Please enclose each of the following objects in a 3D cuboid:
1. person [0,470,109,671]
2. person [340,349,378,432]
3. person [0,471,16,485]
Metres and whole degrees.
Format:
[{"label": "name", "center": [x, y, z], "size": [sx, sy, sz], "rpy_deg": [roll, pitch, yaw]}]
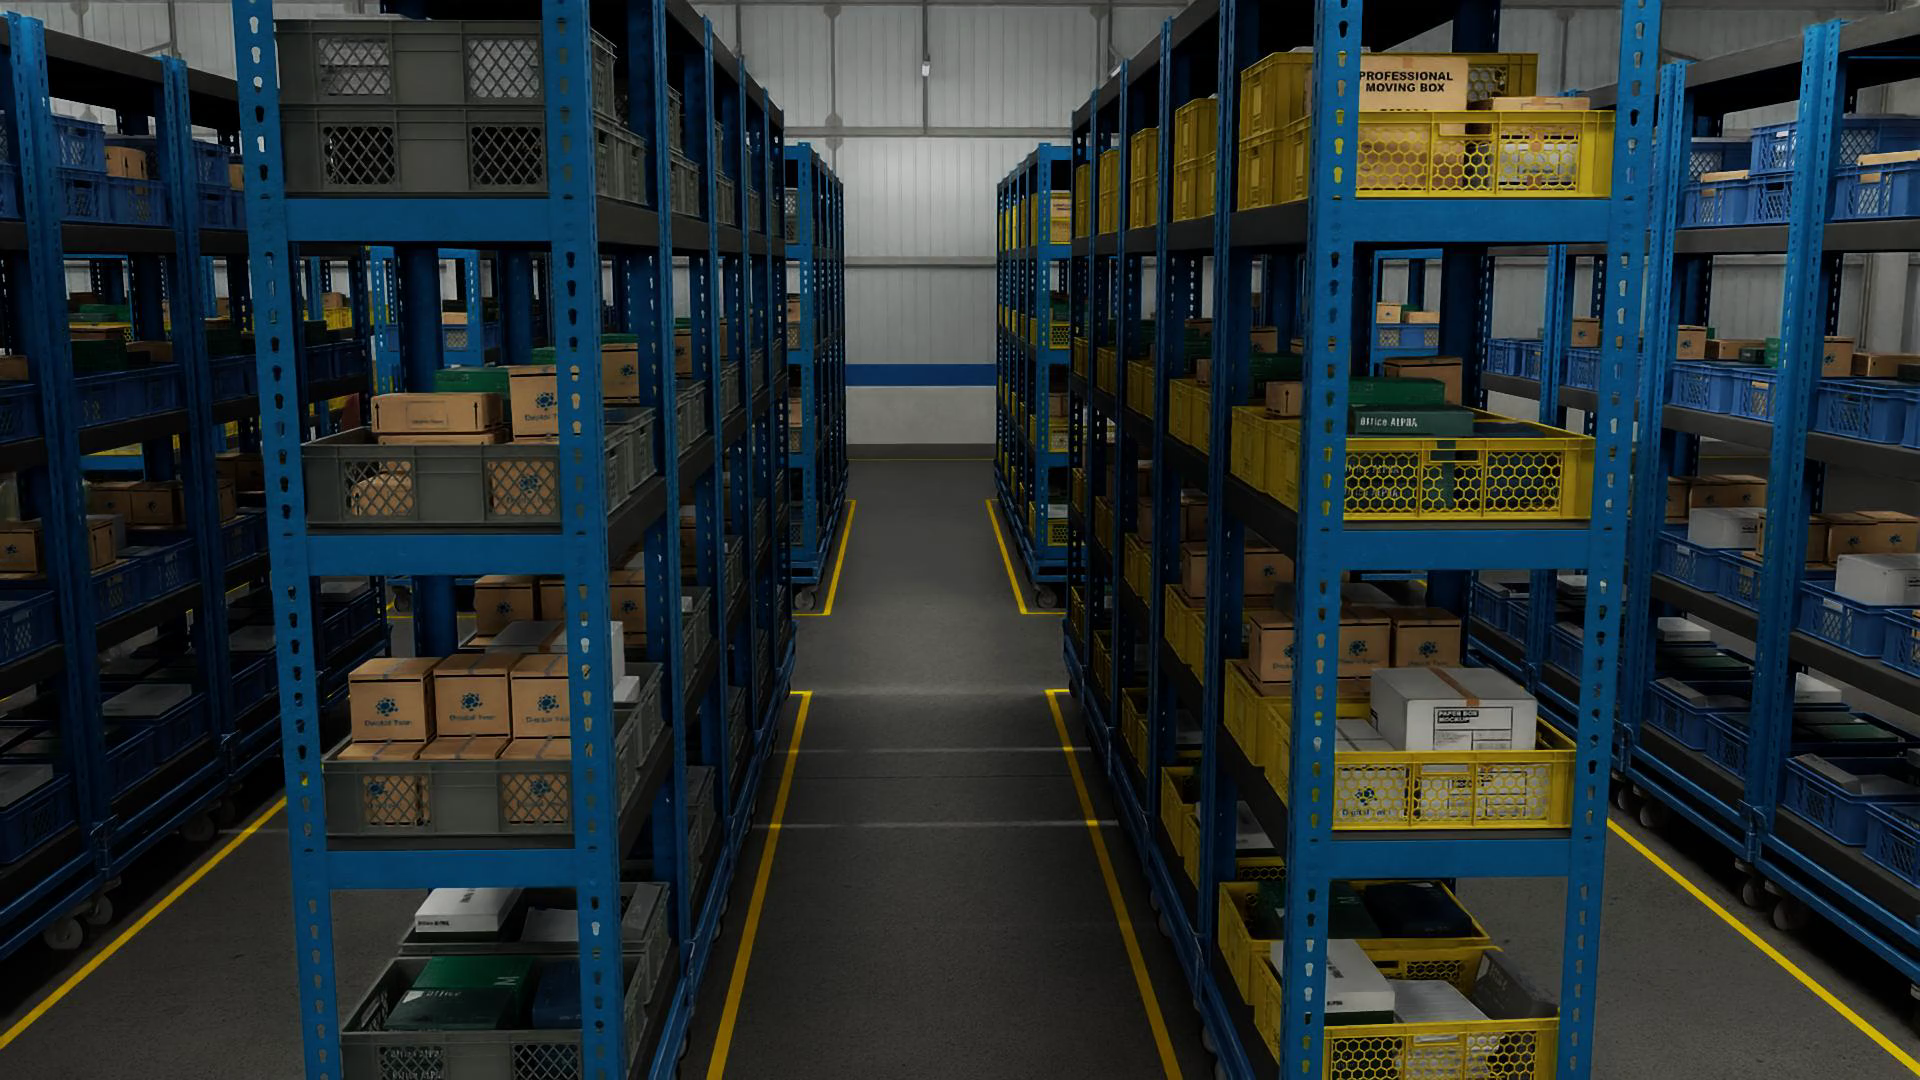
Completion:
[{"label": "person", "center": [-5.184, 0.232, 9.528], "size": [0.598, 1.800, 0.501], "rpy_deg": [1, 9, 4]}, {"label": "person", "center": [-5.485, -0.804, 15.238], "size": [0.388, 1.987, 0.608], "rpy_deg": [-3, 10, -17]}, {"label": "person", "center": [-6.781, -0.216, 12.156], "size": [0.459, 1.822, 0.596], "rpy_deg": [0, 9, 1]}]
